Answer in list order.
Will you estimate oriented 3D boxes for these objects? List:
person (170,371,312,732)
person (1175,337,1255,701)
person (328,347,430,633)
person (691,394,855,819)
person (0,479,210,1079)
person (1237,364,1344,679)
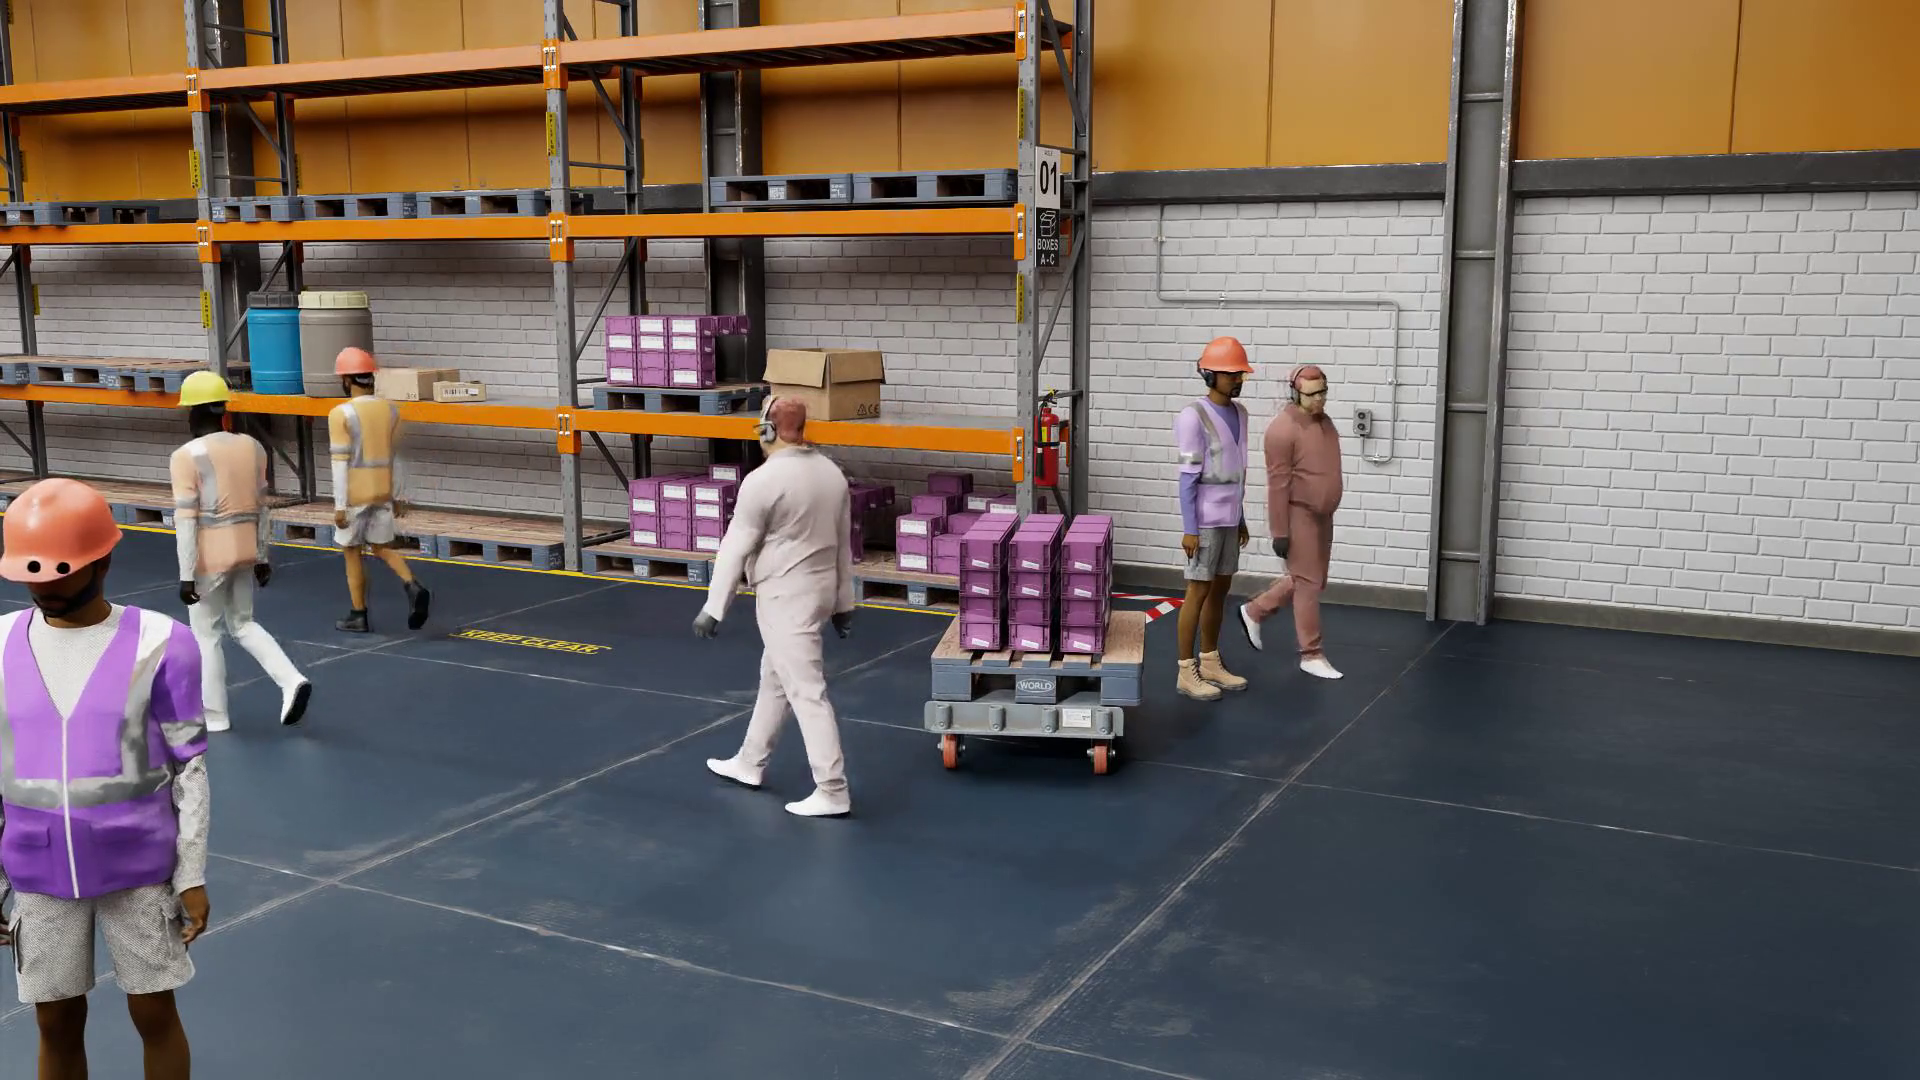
[{"bbox_3d":[-3.756,0.083,8.562,0.683,1.907,0.589,4,10,21],"label":"person"},{"bbox_3d":[1.467,-0.123,9.401,0.390,2.040,0.614,8,12,39],"label":"person"},{"bbox_3d":[-3.857,-0.306,10.915,0.735,1.919,0.557,5,11,30],"label":"person"},{"bbox_3d":[-0.854,0.289,7.428,0.952,1.860,0.662,4,10,25],"label":"person"},{"bbox_3d":[-2.109,0.803,4.043,0.543,1.927,0.375,-2,9,-11],"label":"person"},{"bbox_3d":[1.976,-0.122,9.941,0.711,1.876,0.655,8,12,40],"label":"person"}]
